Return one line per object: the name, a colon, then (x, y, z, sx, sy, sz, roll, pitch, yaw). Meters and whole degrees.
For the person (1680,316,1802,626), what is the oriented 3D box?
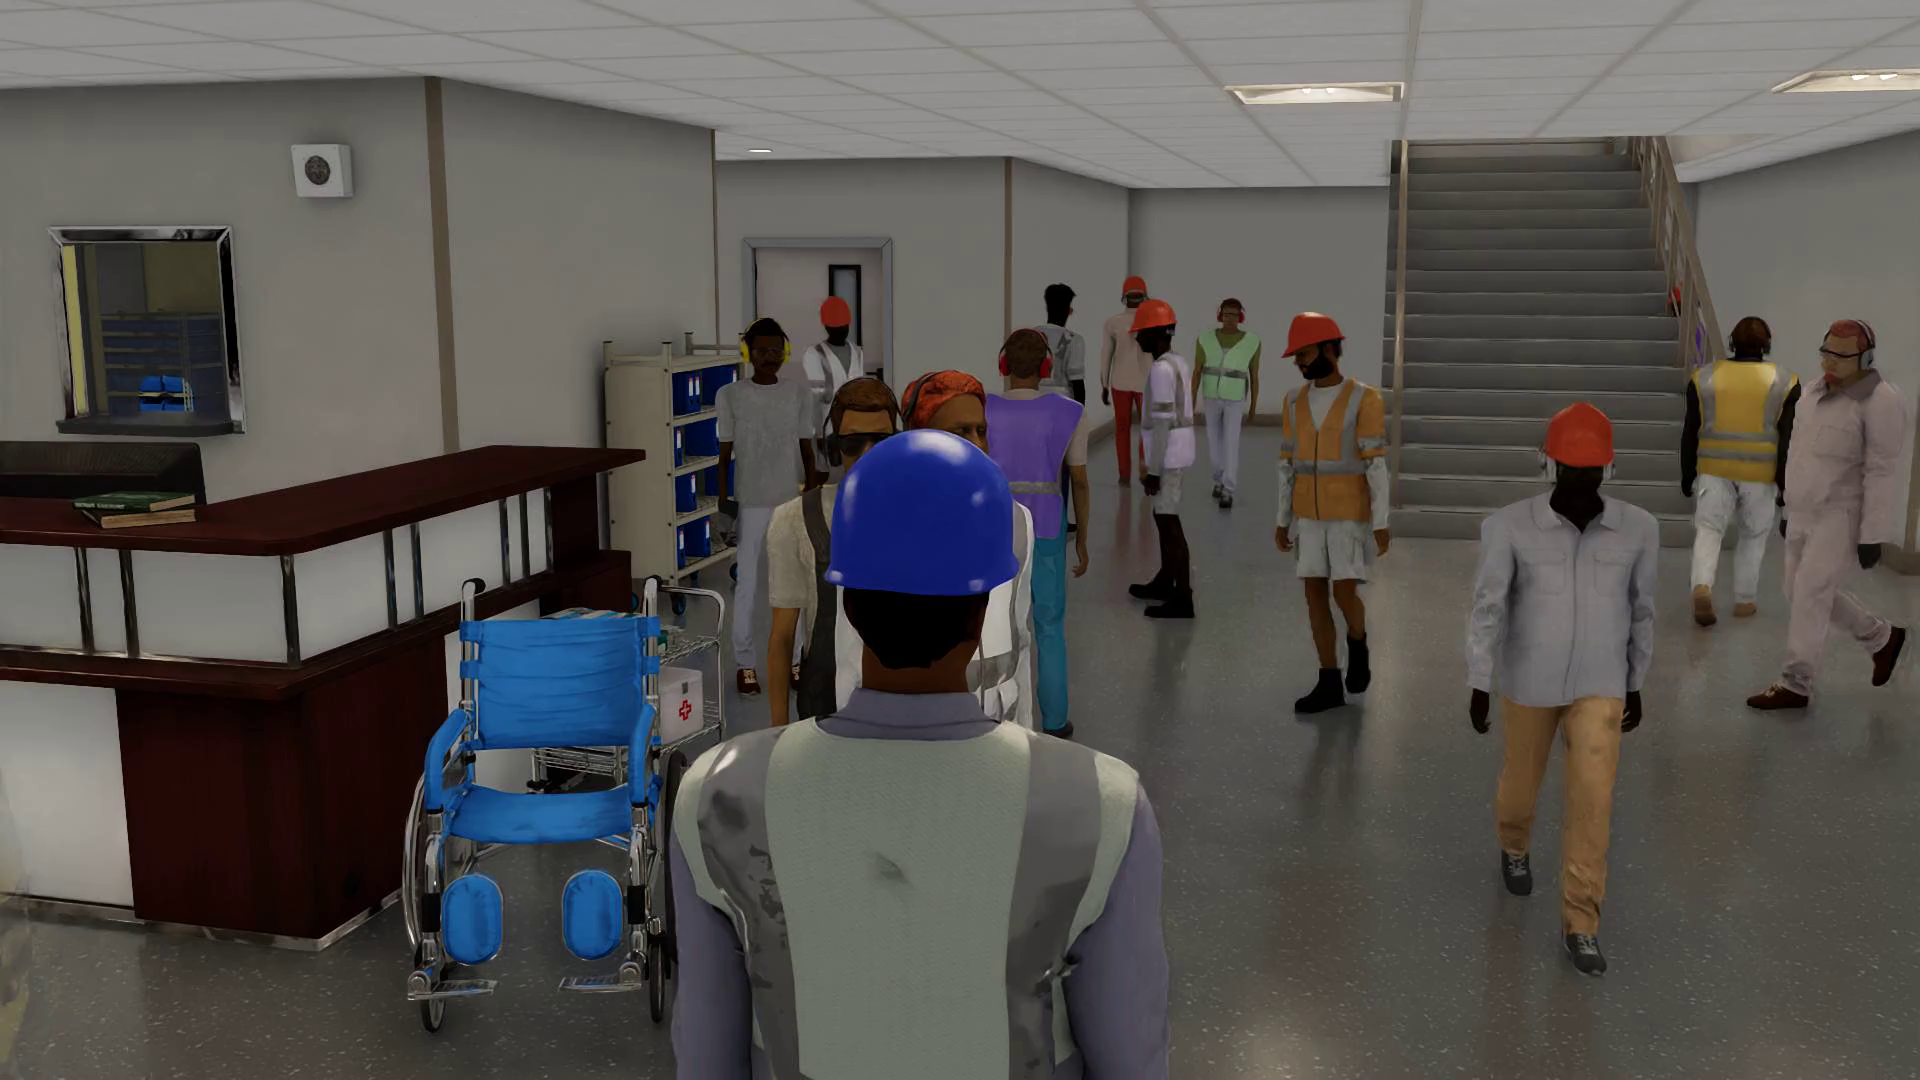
person: (4.542, -0.400, 9.733, 0.636, 1.815, 0.864, 6, 11, 32)

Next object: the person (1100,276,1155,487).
person: (1.615, -1.450, 15.414, 0.635, 1.977, 0.558, 0, 10, 2)

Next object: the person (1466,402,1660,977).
person: (1.900, 0.406, 5.294, 0.577, 1.712, 0.883, 1, 10, 9)

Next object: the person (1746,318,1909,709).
person: (4.169, -0.109, 7.831, 0.729, 1.870, 0.678, -1, 10, -5)

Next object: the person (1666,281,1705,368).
person: (6.445, -1.334, 14.860, 0.351, 1.941, 0.545, 4, 10, 21)

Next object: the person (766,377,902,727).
person: (-0.249, 0.494, 4.371, 0.514, 1.844, 0.328, -3, 10, -18)

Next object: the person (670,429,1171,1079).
person: (-0.044, 0.838, 2.046, 0.602, 1.949, 0.388, 1, 10, 8)

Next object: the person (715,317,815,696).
person: (-0.946, -0.162, 8.204, 0.509, 1.862, 0.328, -3, 10, -17)

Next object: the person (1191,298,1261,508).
person: (2.333, -1.222, 14.621, 0.582, 1.805, 0.929, 4, 10, 21)

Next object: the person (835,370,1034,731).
person: (-0.039, 0.533, 4.035, 0.574, 1.884, 0.355, -8, 12, -38)

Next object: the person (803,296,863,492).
person: (-0.923, -0.849, 12.226, 0.552, 1.884, 1.010, -9, 13, -43)

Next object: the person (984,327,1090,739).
person: (0.283, -0.004, 7.318, 0.570, 1.841, 0.379, 1, 10, 5)

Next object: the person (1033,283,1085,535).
person: (0.719, -1.002, 12.865, 0.612, 1.956, 0.385, 8, 12, 38)

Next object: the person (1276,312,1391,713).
person: (1.791, -0.134, 7.949, 0.608, 1.894, 0.581, 9, 13, 42)

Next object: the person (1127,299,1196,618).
person: (1.230, -0.505, 10.086, 0.442, 1.921, 0.618, 3, 10, 15)
